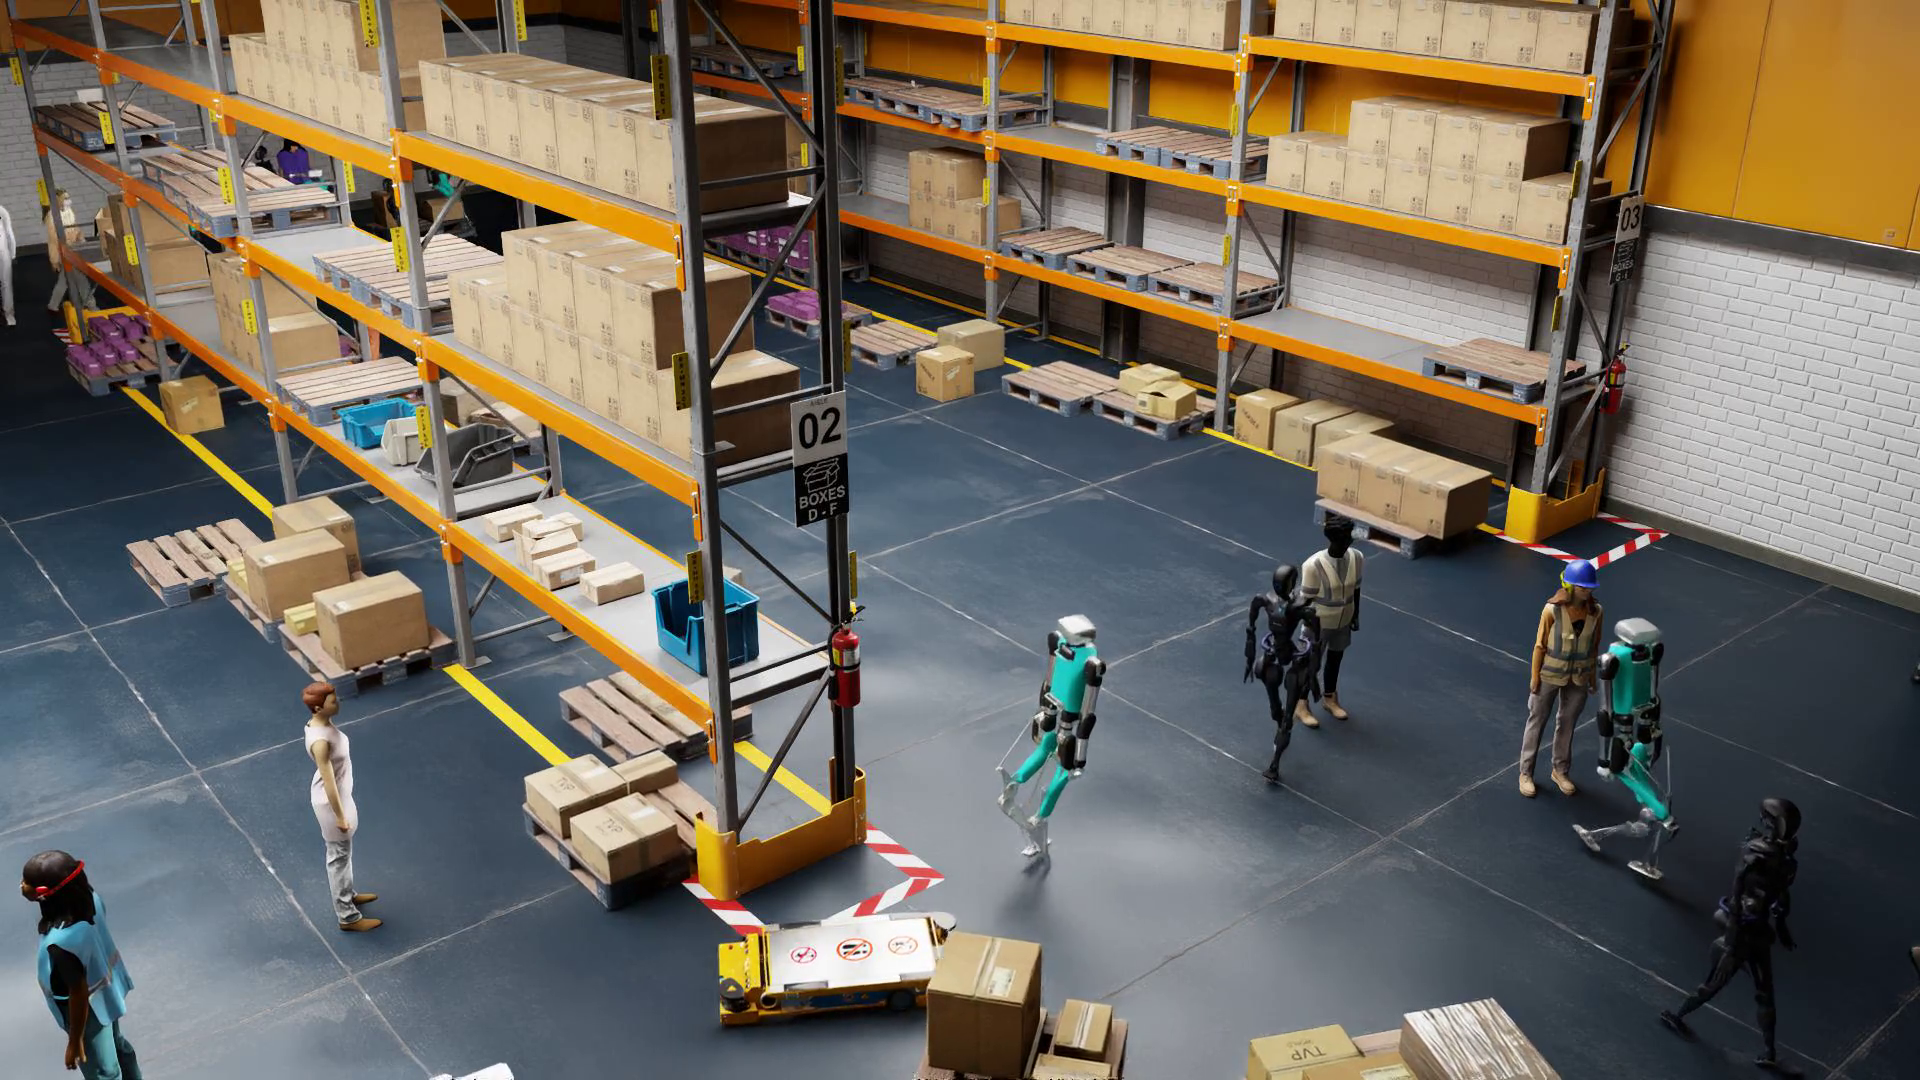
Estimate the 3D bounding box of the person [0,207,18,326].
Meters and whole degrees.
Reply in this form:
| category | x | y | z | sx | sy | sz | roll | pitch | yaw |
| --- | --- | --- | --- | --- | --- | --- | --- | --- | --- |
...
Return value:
| category | x | y | z | sx | sy | sz | roll | pitch | yaw |
| --- | --- | --- | --- | --- | --- | --- | --- | --- | --- |
| person | -13.167 | -3.876 | 22.596 | 0.648 | 1.883 | 0.635 | -14 | 27 | -29 |

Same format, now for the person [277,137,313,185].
| category | x | y | z | sx | sy | sz | roll | pitch | yaw |
| --- | --- | --- | --- | --- | --- | --- | --- | --- | --- |
| person | -10.537 | -5.596 | 26.506 | 0.536 | 1.931 | 0.408 | -11 | 26 | -23 |

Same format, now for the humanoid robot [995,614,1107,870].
| category | x | y | z | sx | sy | sz | roll | pitch | yaw |
| --- | --- | --- | --- | --- | --- | --- | --- | --- | --- |
| humanoid robot | 0.504 | 1.401 | 10.659 | 0.751 | 1.872 | 0.563 | -13 | 27 | -27 |

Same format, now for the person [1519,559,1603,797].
| category | x | y | z | sx | sy | sz | roll | pitch | yaw |
| --- | --- | --- | --- | --- | --- | --- | --- | --- | --- |
| person | 4.183 | 0.953 | 11.527 | 0.471 | 1.781 | 0.302 | -2 | 23 | -4 |

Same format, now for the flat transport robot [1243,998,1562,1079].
| category | x | y | z | sx | sy | sz | roll | pitch | yaw |
| --- | --- | --- | --- | --- | --- | --- | --- | --- | --- |
| flat transport robot | 2.119 | 3.155 | 8.339 | 0.659 | 0.231 | 1.431 | -6 | 24 | -13 |

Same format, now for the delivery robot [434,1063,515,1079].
| category | x | y | z | sx | sy | sz | roll | pitch | yaw |
| --- | --- | --- | --- | --- | --- | --- | --- | --- | --- |
| delivery robot | -2.558 | 2.970 | 8.419 | 0.794 | 0.606 | 0.499 | -15 | 27 | -30 |

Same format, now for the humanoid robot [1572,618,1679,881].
| category | x | y | z | sx | sy | sz | roll | pitch | yaw |
| --- | --- | --- | --- | --- | --- | --- | --- | --- | --- |
| humanoid robot | 4.377 | 1.420 | 10.531 | 0.530 | 1.762 | 0.883 | -13 | 27 | -28 |

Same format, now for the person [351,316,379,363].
| category | x | y | z | sx | sy | sz | roll | pitch | yaw |
| --- | --- | --- | --- | --- | --- | --- | --- | --- | --- |
| person | -7.175 | -2.724 | 20.075 | 0.498 | 1.759 | 0.332 | 14 | 27 | 30 |

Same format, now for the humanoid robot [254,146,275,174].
| category | x | y | z | sx | sy | sz | roll | pitch | yaw |
| --- | --- | --- | --- | --- | --- | --- | --- | --- | --- |
| humanoid robot | -10.980 | -5.418 | 26.413 | 0.610 | 1.653 | 0.343 | 15 | 27 | 31 |

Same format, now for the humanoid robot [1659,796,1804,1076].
| category | x | y | z | sx | sy | sz | roll | pitch | yaw |
| --- | --- | --- | --- | --- | --- | --- | --- | --- | --- |
| humanoid robot | 4.299 | 2.122 | 9.005 | 0.599 | 1.627 | 0.761 | -16 | 28 | -33 |

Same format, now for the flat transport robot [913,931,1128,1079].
| category | x | y | z | sx | sy | sz | roll | pitch | yaw |
| --- | --- | --- | --- | --- | --- | --- | --- | --- | --- |
| flat transport robot | 0.379 | 3.060 | 8.557 | 1.431 | 0.231 | 0.659 | 5 | 24 | 12 |

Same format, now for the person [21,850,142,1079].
| category | x | y | z | sx | sy | sz | roll | pitch | yaw |
| --- | --- | --- | --- | --- | --- | --- | --- | --- | --- |
| person | -4.296 | 2.338 | 8.215 | 0.390 | 1.866 | 0.528 | -6 | 24 | -13 |

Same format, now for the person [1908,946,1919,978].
| category | x | y | z | sx | sy | sz | roll | pitch | yaw |
| --- | --- | --- | --- | --- | --- | --- | --- | --- | --- |
| person | 5.654 | 1.973 | 9.207 | 0.534 | 1.744 | 0.615 | -10 | 25 | -22 |

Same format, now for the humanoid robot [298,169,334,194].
| category | x | y | z | sx | sy | sz | roll | pitch | yaw |
| --- | --- | --- | --- | --- | --- | --- | --- | --- | --- |
| humanoid robot | -9.450 | -4.595 | 24.421 | 0.536 | 1.765 | 0.709 | -18 | 29 | -35 |

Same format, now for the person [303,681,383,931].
| category | x | y | z | sx | sy | sz | roll | pitch | yaw |
| --- | --- | --- | --- | --- | --- | --- | --- | --- | --- |
| person | -3.799 | 1.609 | 10.158 | 0.284 | 1.661 | 0.447 | -9 | 25 | -20 |

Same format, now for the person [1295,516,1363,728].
| category | x | y | z | sx | sy | sz | roll | pitch | yaw |
| --- | --- | --- | --- | --- | --- | --- | --- | --- | --- |
| person | 2.767 | 0.596 | 12.465 | 0.533 | 1.693 | 0.320 | -10 | 25 | -22 |

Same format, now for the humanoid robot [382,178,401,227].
| category | x | y | z | sx | sy | sz | roll | pitch | yaw |
| --- | --- | --- | --- | --- | --- | --- | --- | --- | --- |
| humanoid robot | -8.087 | -4.444 | 24.168 | 0.394 | 1.641 | 0.609 | -6 | 24 | -14 |

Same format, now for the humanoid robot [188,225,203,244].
| category | x | y | z | sx | sy | sz | roll | pitch | yaw |
| --- | --- | --- | --- | --- | --- | --- | --- | --- | --- |
| humanoid robot | -10.852 | -4.028 | 23.161 | 0.714 | 1.828 | 0.556 | -3 | 24 | -7 |

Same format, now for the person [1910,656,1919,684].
| category | x | y | z | sx | sy | sz | roll | pitch | yaw |
| --- | --- | --- | --- | --- | --- | --- | --- | --- | --- |
| person | 7.816 | 0.263 | 12.952 | 0.546 | 1.926 | 0.388 | 13 | 27 | 28 |

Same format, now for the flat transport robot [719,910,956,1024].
| category | x | y | z | sx | sy | sz | roll | pitch | yaw |
| --- | --- | --- | --- | --- | --- | --- | --- | --- | --- |
| flat transport robot | -0.700 | 2.517 | 9.814 | 1.431 | 0.231 | 0.659 | -3 | 24 | -8 |

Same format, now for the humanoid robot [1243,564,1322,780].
| category | x | y | z | sx | sy | sz | roll | pitch | yaw |
| --- | --- | --- | --- | --- | --- | --- | --- | --- | --- |
| humanoid robot | 2.314 | 0.892 | 11.864 | 0.601 | 1.622 | 0.820 | 13 | 26 | 27 |

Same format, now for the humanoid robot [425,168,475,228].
| category | x | y | z | sx | sy | sz | roll | pitch | yaw |
| --- | --- | --- | --- | --- | --- | --- | --- | --- | --- |
| humanoid robot | -8.503 | -6.035 | 27.814 | 0.903 | 1.803 | 0.556 | 9 | 25 | 19 |

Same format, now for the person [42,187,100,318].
| category | x | y | z | sx | sy | sz | roll | pitch | yaw |
| --- | --- | --- | --- | --- | --- | --- | --- | --- | --- |
| person | -12.249 | -3.919 | 22.757 | 0.914 | 1.830 | 0.549 | -3 | 23 | -6 |
